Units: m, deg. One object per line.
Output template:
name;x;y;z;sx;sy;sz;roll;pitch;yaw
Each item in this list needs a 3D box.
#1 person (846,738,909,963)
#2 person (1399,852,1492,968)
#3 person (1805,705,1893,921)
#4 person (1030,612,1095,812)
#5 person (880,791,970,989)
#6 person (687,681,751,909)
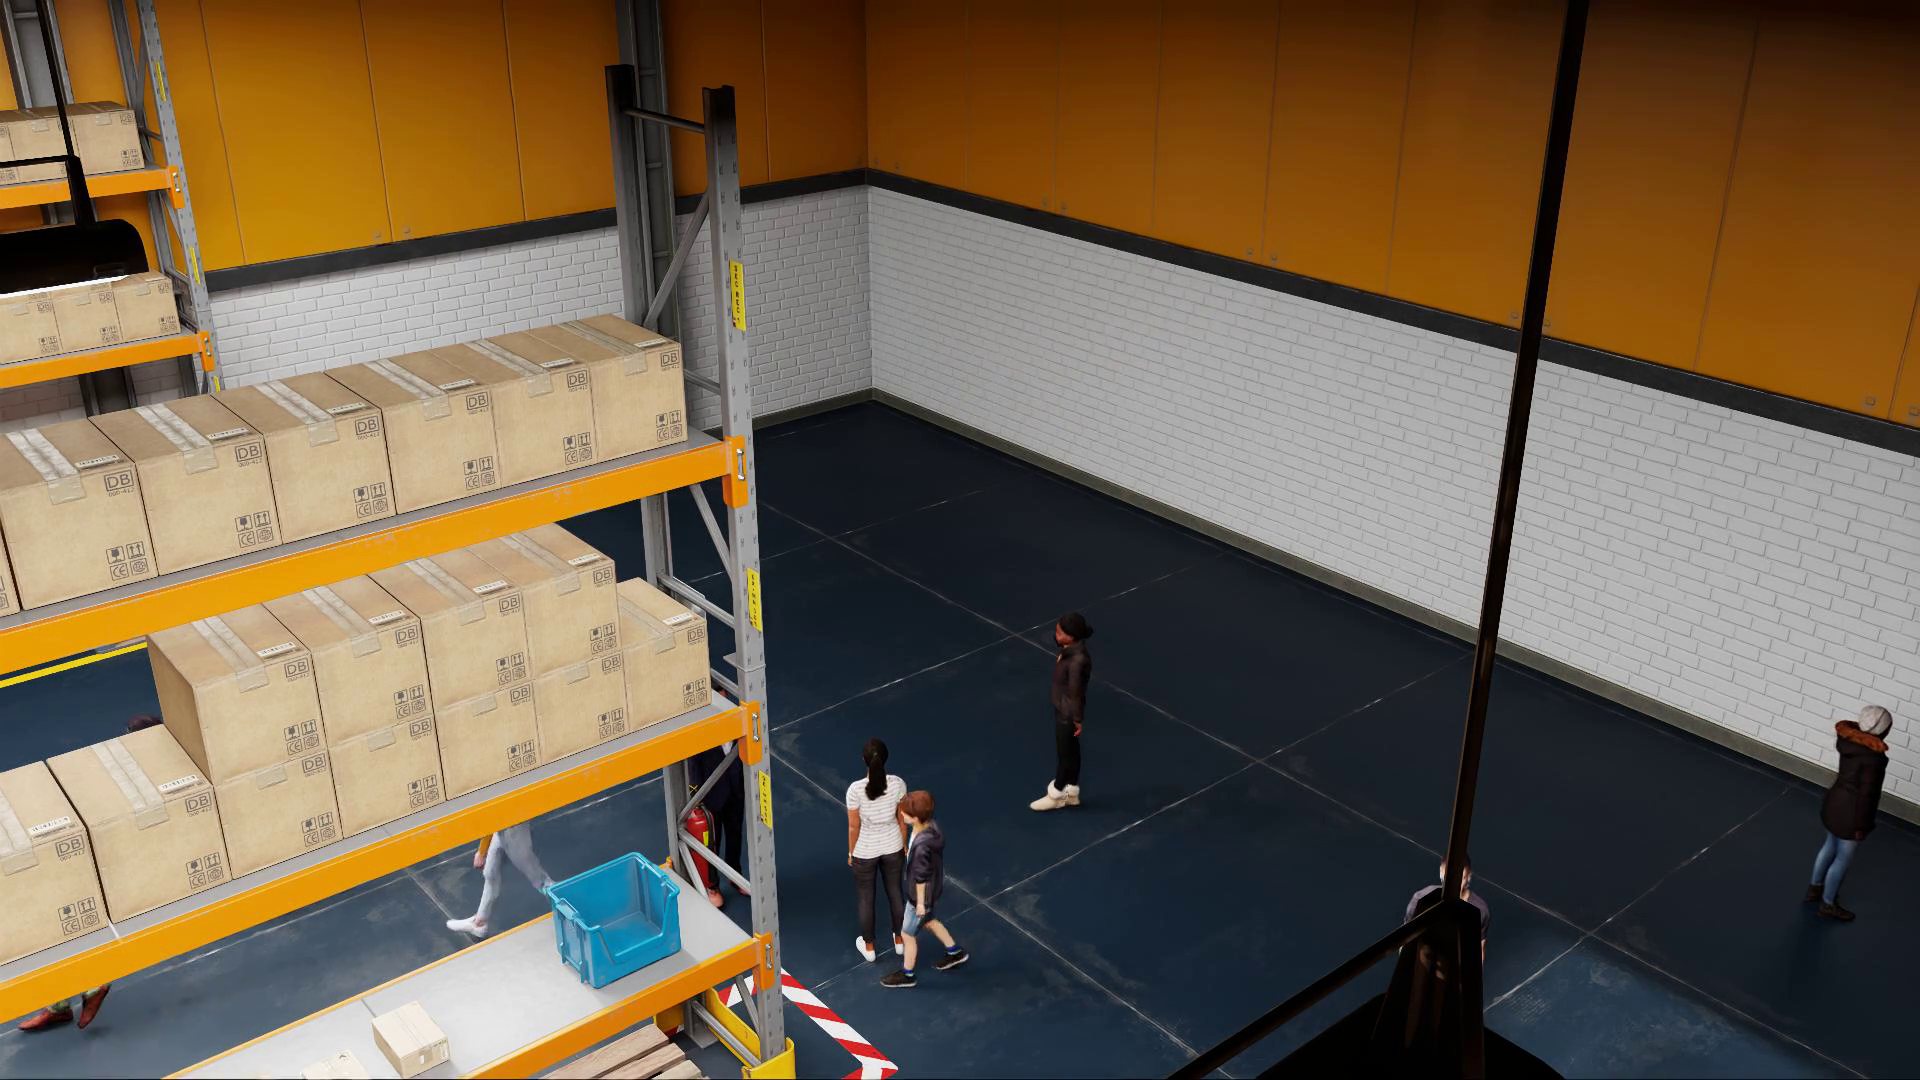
person;-0.548;2.054;11.081;0.575;1.645;0.700;-7;25;-16
person;2.811;2.575;9.740;0.713;1.764;0.761;3;24;7
person;6.153;1.867;11.524;0.791;1.632;0.725;3;24;7
person;0.857;1.321;12.738;0.813;1.661;0.736;-7;24;-15
person;-0.190;2.260;10.872;0.895;1.434;0.830;2;24;4
person;-1.672;1.752;11.671;0.470;1.726;0.704;-17;29;-33
